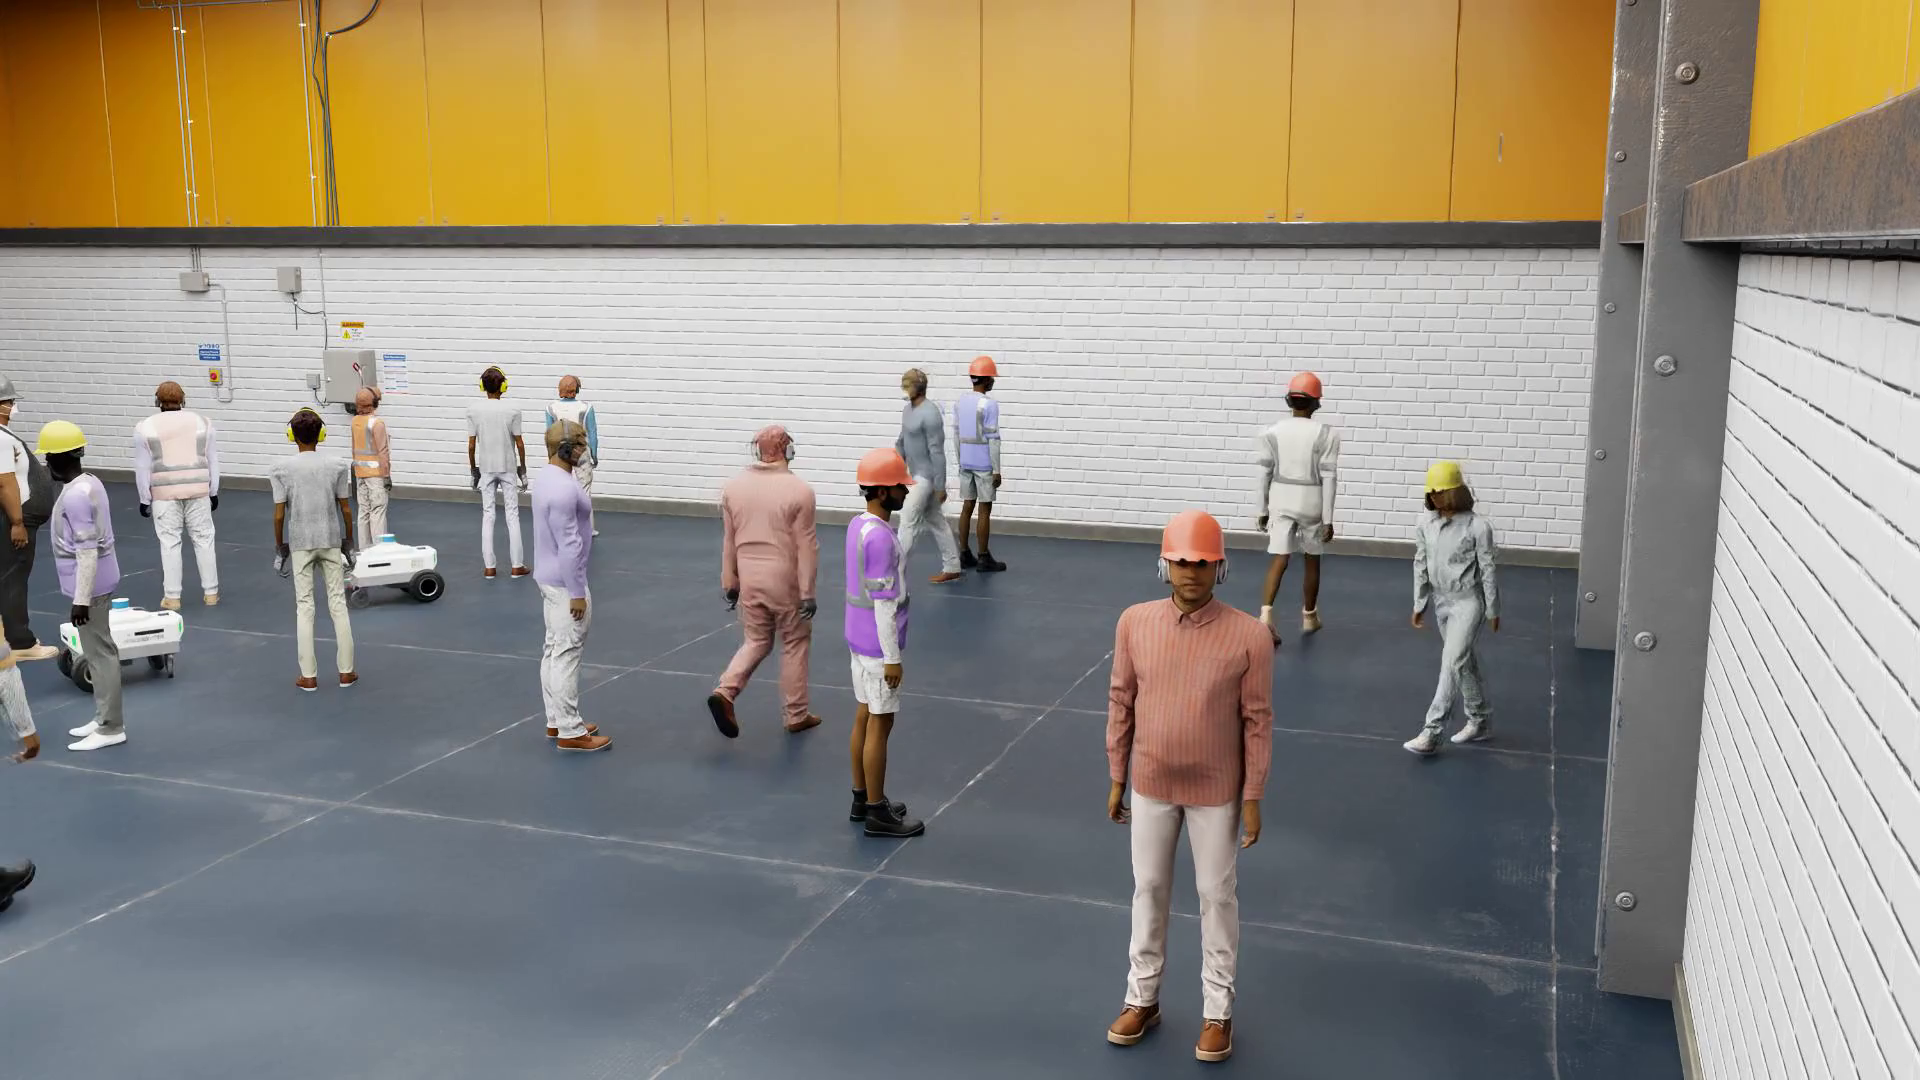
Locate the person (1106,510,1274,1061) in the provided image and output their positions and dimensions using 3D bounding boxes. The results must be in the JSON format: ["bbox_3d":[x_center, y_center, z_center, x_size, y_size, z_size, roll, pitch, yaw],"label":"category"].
[{"bbox_3d":[0.815,0.876,6.011,0.612,1.997,0.375,4,11,23],"label":"person"}]

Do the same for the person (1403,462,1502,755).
[{"bbox_3d":[2.809,0.390,9.583,0.838,1.687,0.485,-6,12,-30],"label":"person"}]

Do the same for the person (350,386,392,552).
[{"bbox_3d":[-5.374,-0.584,15.222,0.522,1.645,0.305,9,13,40],"label":"person"}]

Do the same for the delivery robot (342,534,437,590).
[{"bbox_3d":[-4.676,0.196,13.633,0.707,0.478,0.477,-6,12,-32],"label":"delivery robot"}]

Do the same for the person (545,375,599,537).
[{"bbox_3d":[-3.865,-0.826,16.602,0.512,1.641,0.307,0,10,0],"label":"person"}]

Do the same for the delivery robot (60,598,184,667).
[{"bbox_3d":[-5.611,0.636,11.160,0.707,0.478,0.477,-8,13,-38],"label":"delivery robot"}]

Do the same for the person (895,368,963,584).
[{"bbox_3d":[-0.405,-0.513,14.158,1.028,1.880,0.648,-3,11,-18],"label":"person"}]

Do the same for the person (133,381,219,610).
[{"bbox_3d":[-6.298,-0.361,13.413,0.620,1.845,0.430,-7,12,-34],"label":"person"}]

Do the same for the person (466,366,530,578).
[{"bbox_3d":[-4.055,-0.590,14.628,0.509,1.870,0.328,-1,10,-5],"label":"person"}]

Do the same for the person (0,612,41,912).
[{"bbox_3d":[-4.170,0.755,6.964,0.568,1.893,0.943,1,10,6],"label":"person"}]

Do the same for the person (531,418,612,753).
[{"bbox_3d":[-2.278,0.260,9.645,0.373,1.939,0.628,-4,11,-24],"label":"person"}]

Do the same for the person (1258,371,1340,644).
[{"bbox_3d":[2.464,-0.236,12.259,0.618,2.011,0.985,6,12,29],"label":"person"}]

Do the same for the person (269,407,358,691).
[{"bbox_3d":[-4.249,0.061,10.958,0.511,1.872,0.329,-5,11,-25],"label":"person"}]

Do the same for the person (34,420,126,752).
[{"bbox_3d":[-5.097,0.263,9.666,0.383,1.924,0.589,-4,11,-23],"label":"person"}]

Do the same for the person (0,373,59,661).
[{"bbox_3d":[-6.718,-0.172,11.786,0.538,2.000,0.683,-10,14,-44],"label":"person"}]

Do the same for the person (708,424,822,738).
[{"bbox_3d":[-1.164,0.264,9.820,0.645,1.882,0.741,6,12,29],"label":"person"}]

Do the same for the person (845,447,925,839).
[{"bbox_3d":[-0.386,0.503,8.272,0.361,1.940,0.543,-3,10,-16],"label":"person"}]

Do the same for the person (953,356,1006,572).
[{"bbox_3d":[0.191,-0.683,14.957,0.373,1.934,0.551,-8,13,-40],"label":"person"}]
